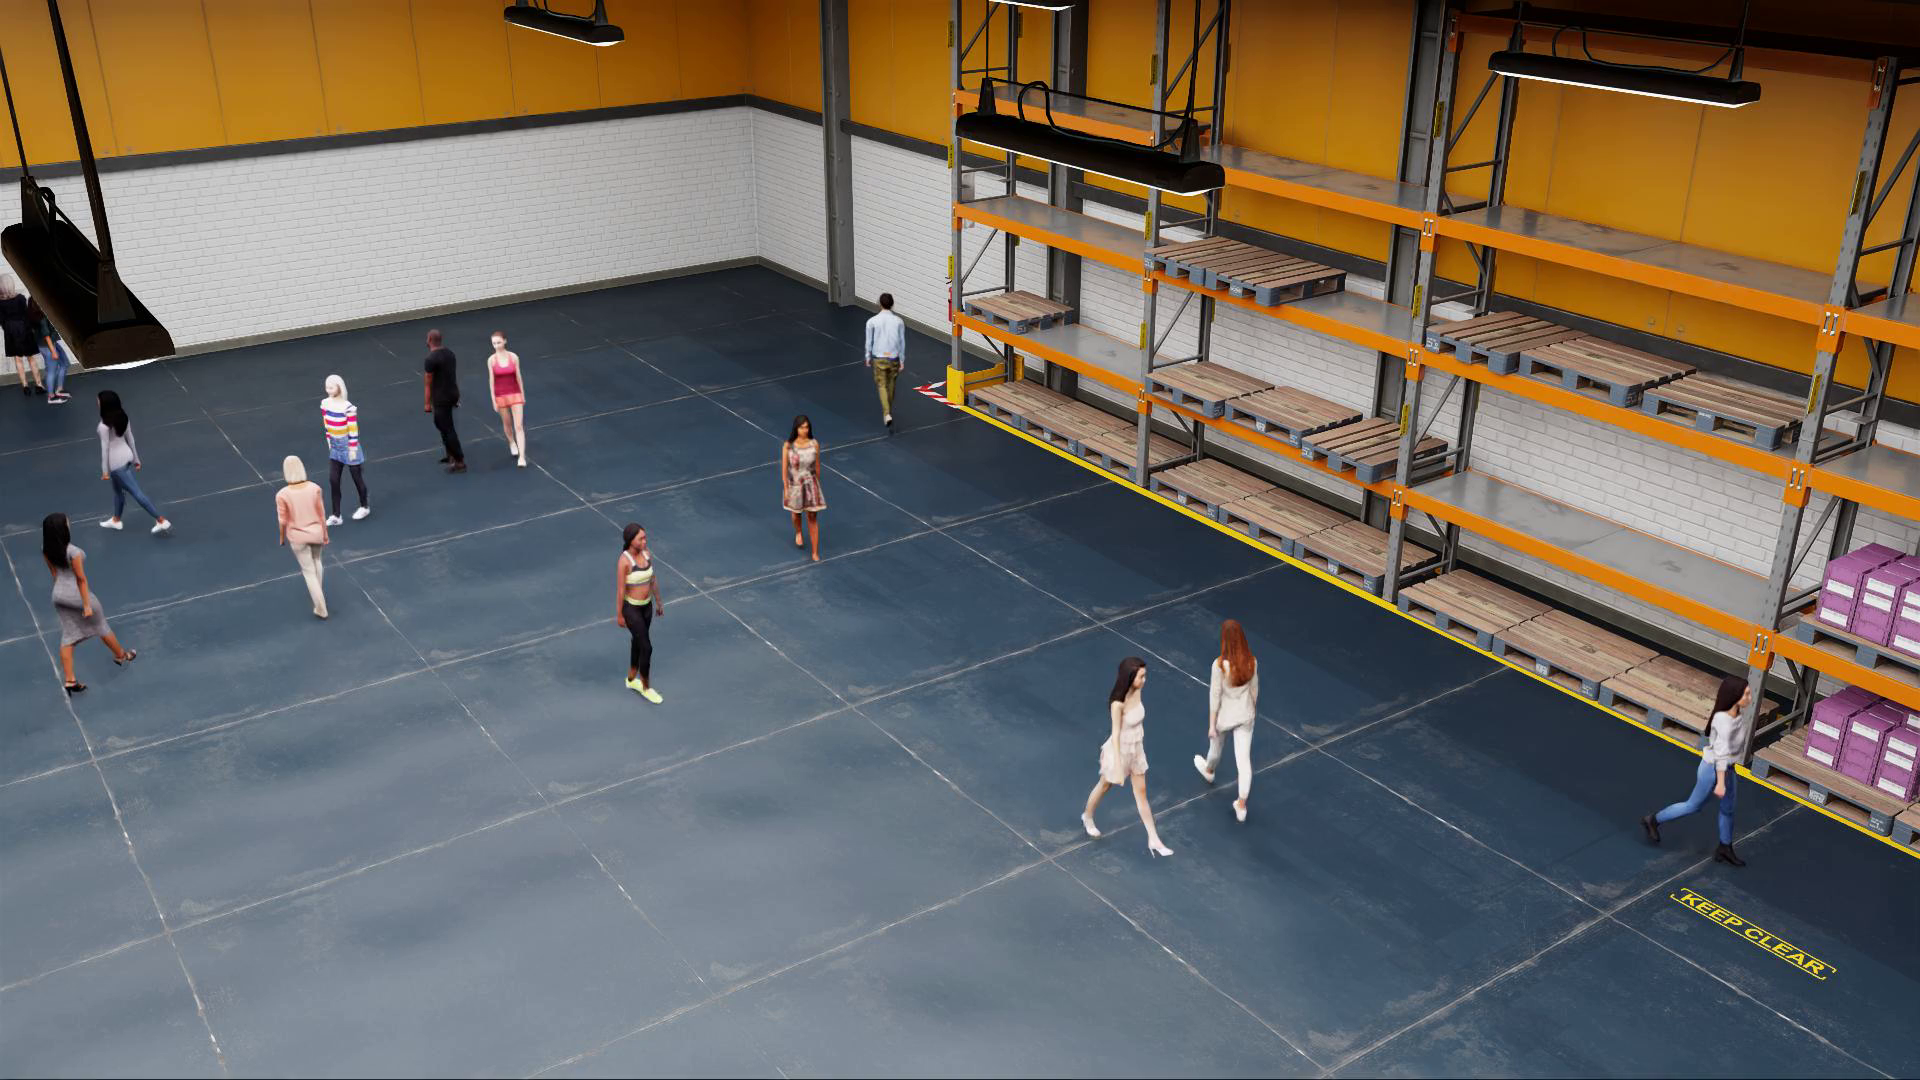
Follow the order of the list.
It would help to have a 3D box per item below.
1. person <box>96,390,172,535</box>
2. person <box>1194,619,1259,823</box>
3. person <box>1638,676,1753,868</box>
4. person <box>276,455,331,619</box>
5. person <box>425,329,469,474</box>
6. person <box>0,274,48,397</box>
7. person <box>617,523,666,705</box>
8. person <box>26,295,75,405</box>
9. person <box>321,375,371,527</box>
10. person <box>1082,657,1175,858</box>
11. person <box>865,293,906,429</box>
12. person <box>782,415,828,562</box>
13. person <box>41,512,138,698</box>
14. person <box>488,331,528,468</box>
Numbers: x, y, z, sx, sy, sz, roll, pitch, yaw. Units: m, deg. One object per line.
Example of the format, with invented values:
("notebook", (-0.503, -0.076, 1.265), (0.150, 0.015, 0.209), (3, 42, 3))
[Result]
("person", (-9.411, -0.841, 18.836), (1.179, 1.696, 1.141), (3, 24, 8))
("person", (2.252, 1.508, 13.518), (0.907, 1.652, 1.189), (-5, 24, -11))
("person", (5.794, 1.786, 12.946), (1.134, 1.600, 0.860), (16, 28, 32))
("person", (-6.626, -0.003, 16.916), (0.623, 1.698, 0.934), (-18, 29, -35))
("person", (-6.339, -1.708, 20.709), (0.890, 1.783, 0.832), (2, 24, 5))
("person", (-13.276, -2.895, 23.472), (0.679, 1.747, 0.686), (-5, 24, -11))
("person", (-3.051, 0.640, 15.399), (0.866, 1.735, 0.742), (15, 28, 31))
("person", (-12.772, -2.672, 23.141), (0.686, 1.603, 0.587), (-12, 26, -25))
("person", (-7.058, -1.076, 19.260), (0.988, 1.787, 1.003), (9, 25, 19))
("person", (1.194, 1.689, 13.070), (1.162, 1.679, 0.843), (18, 29, 35))
("person", (-0.985, -2.376, 22.245), (1.016, 1.778, 1.272), (-4, 24, -10))
("person", (-1.776, -0.615, 18.443), (0.924, 1.597, 1.190), (-4, 24, -10))
("person", (-8.273, 0.633, 15.399), (1.046, 1.749, 1.070), (6, 24, 13))
("person", (-5.721, -1.799, 21.029), (0.832, 1.695, 1.223), (-7, 25, -16))
